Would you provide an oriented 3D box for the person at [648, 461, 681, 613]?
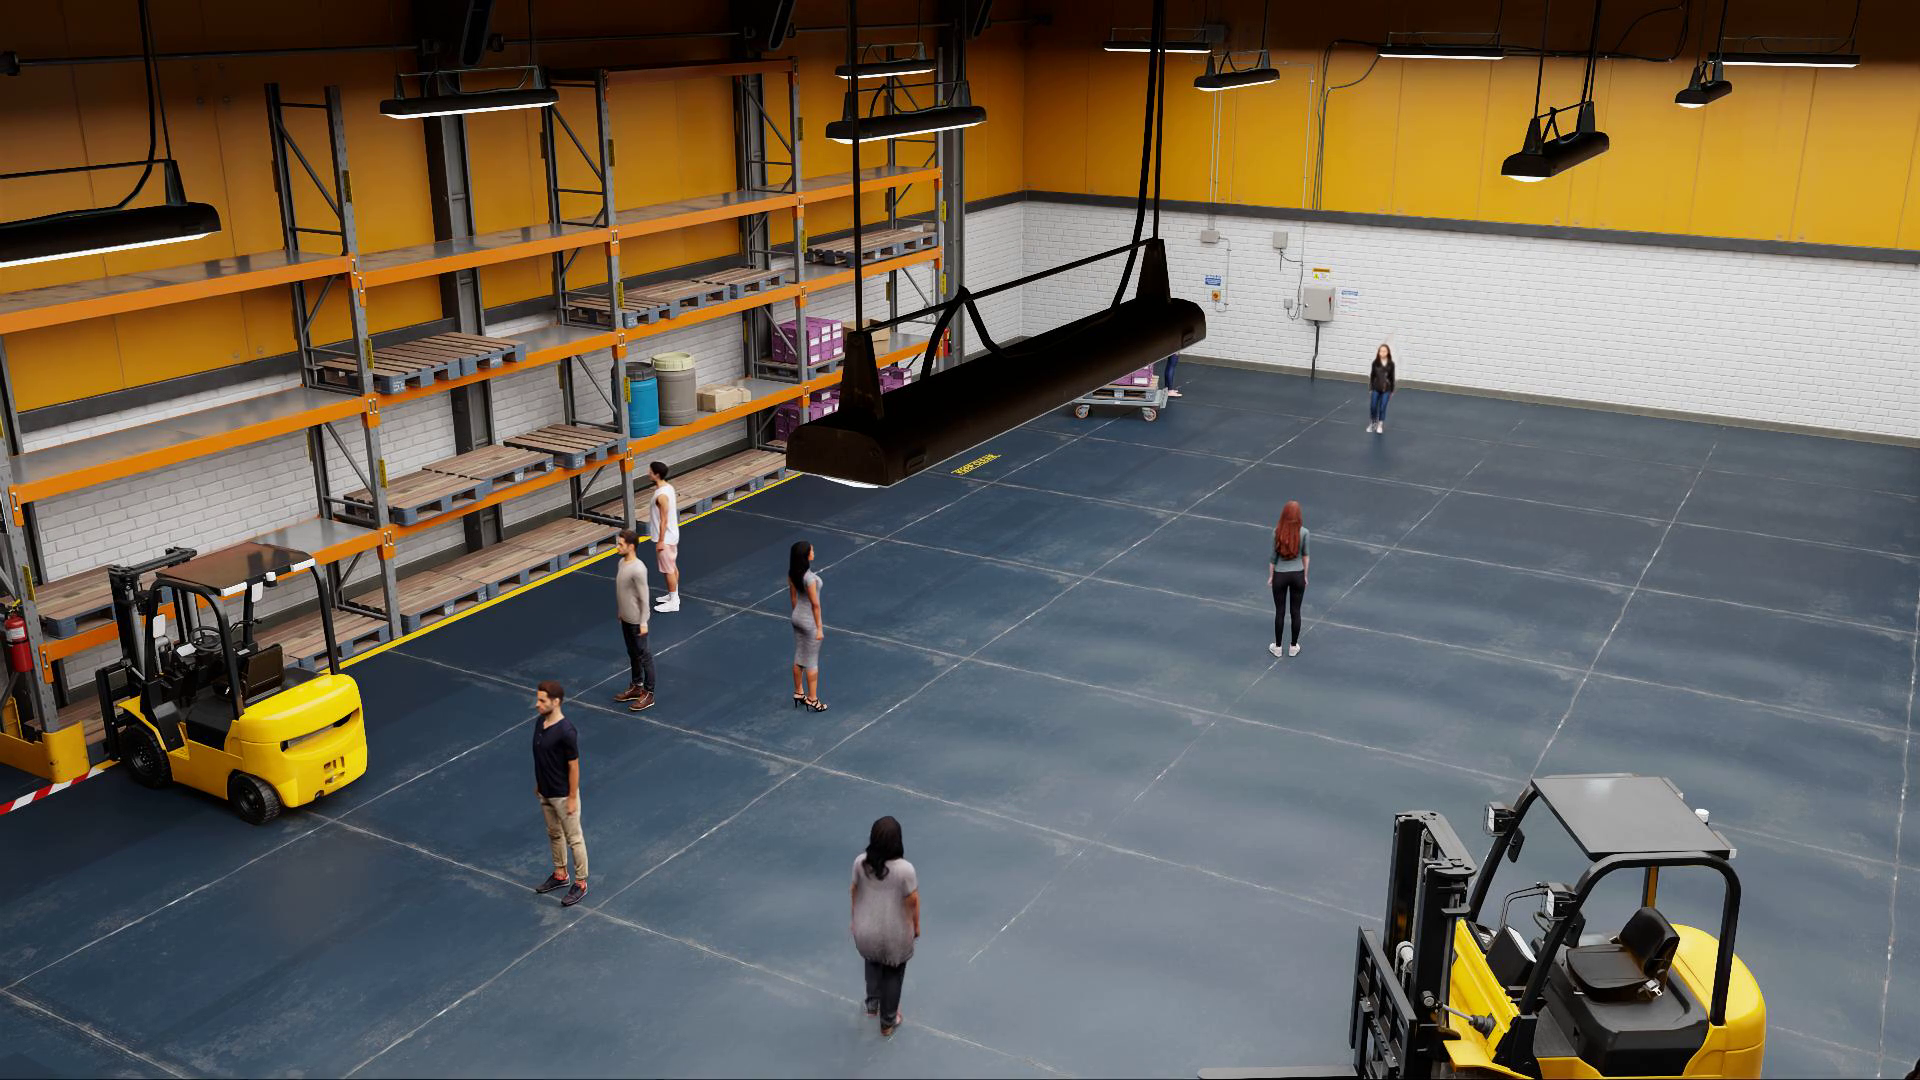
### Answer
[{"bbox_3d":[-3.414,-0.050,19.308,0.785,1.787,0.681,0,19,-1],"label":"person"}]

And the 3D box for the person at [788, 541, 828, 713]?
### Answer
[{"bbox_3d":[-1.541,0.857,16.623,0.630,1.781,0.648,-15,24,-37],"label":"person"}]

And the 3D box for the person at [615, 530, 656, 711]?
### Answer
[{"bbox_3d":[-3.266,0.784,16.708,0.691,1.866,0.736,-15,24,-37],"label":"person"}]

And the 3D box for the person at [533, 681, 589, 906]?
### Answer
[{"bbox_3d":[-3.179,1.975,13.182,0.678,1.859,0.575,15,24,37],"label":"person"}]

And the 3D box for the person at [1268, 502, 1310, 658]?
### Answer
[{"bbox_3d":[3.552,0.421,17.980,0.657,1.743,0.672,1,19,4],"label":"person"}]

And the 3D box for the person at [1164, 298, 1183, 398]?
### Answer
[{"bbox_3d":[3.753,-3.420,29.390,0.711,1.740,0.625,-1,19,-3],"label":"person"}]

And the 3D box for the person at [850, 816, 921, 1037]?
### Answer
[{"bbox_3d":[-0.554,2.692,11.472,0.692,1.591,0.706,6,19,17],"label":"person"}]

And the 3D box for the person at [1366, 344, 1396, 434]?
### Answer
[{"bbox_3d":[6.848,-2.463,26.963,0.604,1.473,0.592,6,20,18],"label":"person"}]
